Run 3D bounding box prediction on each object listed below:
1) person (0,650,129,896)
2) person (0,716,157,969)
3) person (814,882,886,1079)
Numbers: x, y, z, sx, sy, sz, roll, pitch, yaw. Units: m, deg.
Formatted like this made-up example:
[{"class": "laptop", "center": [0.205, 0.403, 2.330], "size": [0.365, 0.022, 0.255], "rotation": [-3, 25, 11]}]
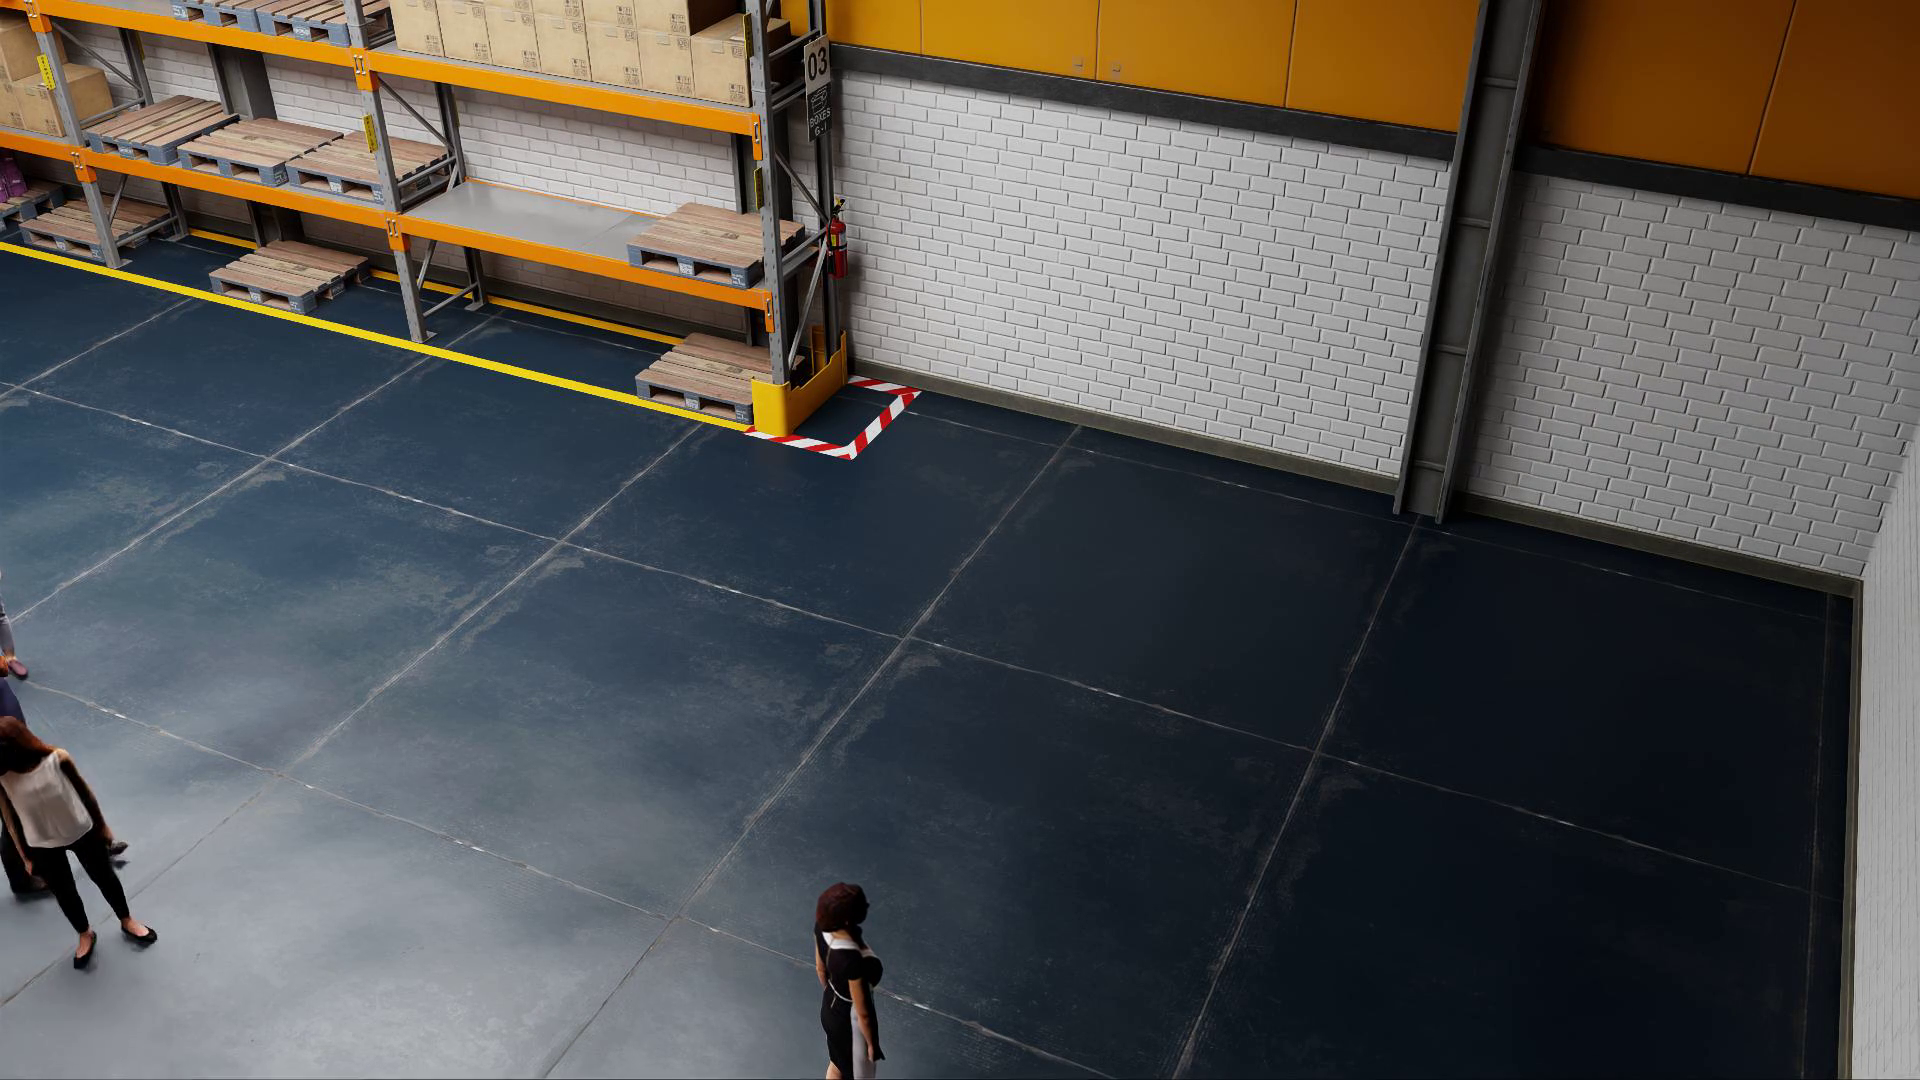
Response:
[{"class": "person", "center": [-5.461, 1.327, 9.411], "size": [0.998, 1.767, 0.916], "rotation": [-7, 34, -11]}, {"class": "person", "center": [-4.858, 1.593, 9.055], "size": [0.694, 1.718, 0.720], "rotation": [-21, 39, -29]}, {"class": "person", "center": [-0.523, 2.310, 7.907], "size": [0.706, 1.796, 0.593], "rotation": [-20, 38, -27]}]
